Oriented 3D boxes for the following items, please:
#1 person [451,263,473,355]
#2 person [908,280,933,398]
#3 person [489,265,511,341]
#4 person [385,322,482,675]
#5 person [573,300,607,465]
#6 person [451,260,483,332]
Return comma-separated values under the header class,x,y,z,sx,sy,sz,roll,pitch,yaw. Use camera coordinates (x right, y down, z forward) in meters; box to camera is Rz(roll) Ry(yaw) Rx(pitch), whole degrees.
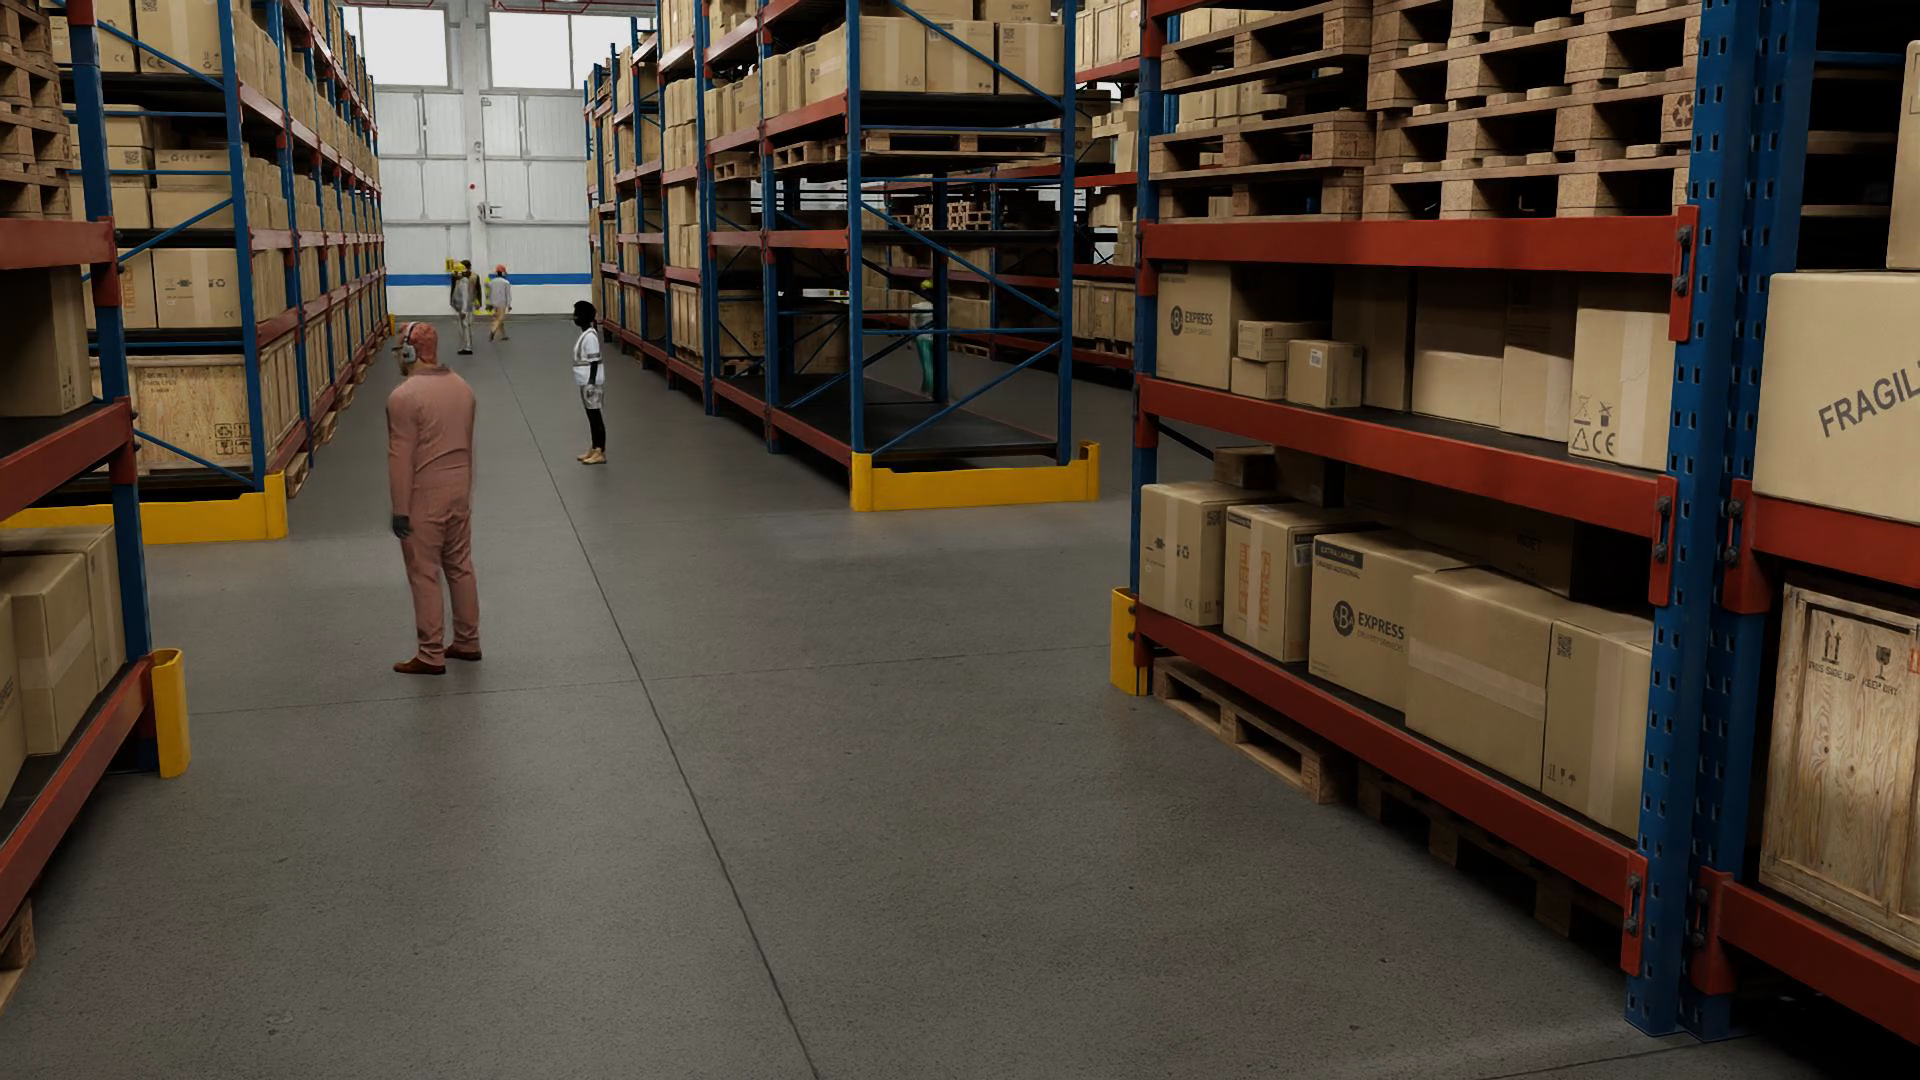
class,x,y,z,sx,sy,sz,roll,pitch,yaw
person,-9.904,-4.591,33.111,0.404,1.829,0.600,-3,11,-16
person,-0.465,-2.897,24.104,0.530,1.732,0.873,-5,11,-23
person,-10.434,-5.338,37.537,0.605,1.719,0.678,6,12,29
person,-2.882,-0.226,9.014,0.399,1.899,0.649,4,11,19
person,-3.843,-1.629,17.246,0.321,1.695,0.537,-4,11,-19
person,-11.280,-5.495,38.120,0.660,1.806,0.898,-6,12,-30
